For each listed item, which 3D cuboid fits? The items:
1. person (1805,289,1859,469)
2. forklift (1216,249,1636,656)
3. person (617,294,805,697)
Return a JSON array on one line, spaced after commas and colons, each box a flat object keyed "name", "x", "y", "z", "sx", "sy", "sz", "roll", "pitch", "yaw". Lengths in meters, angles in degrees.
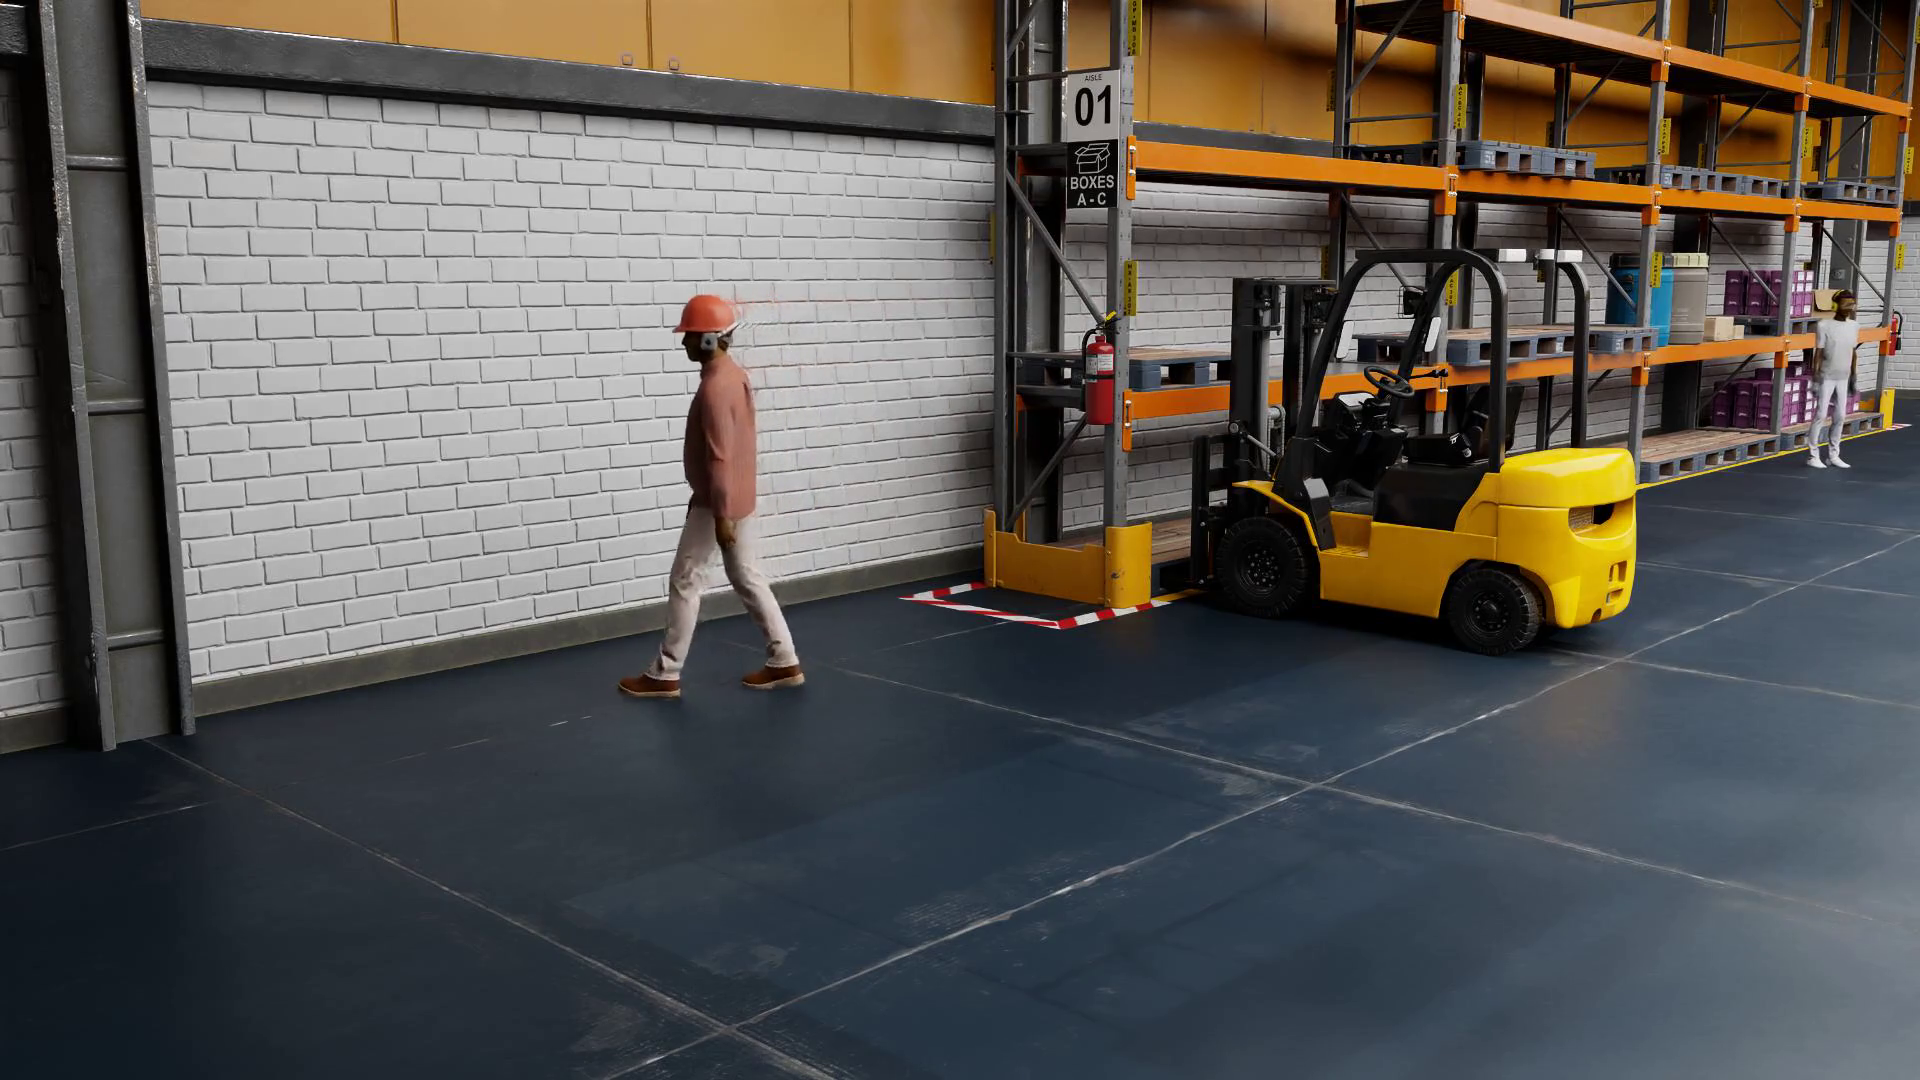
[{"name": "person", "x": 9.095, "y": -1.666, "z": 17.291, "sx": 0.527, "sy": 1.860, "sz": 0.321, "roll": -2, "pitch": 9, "yaw": -11}, {"name": "forklift", "x": 2.710, "y": -0.584, "z": 9.626, "sx": 2.313, "sy": 2.155, "sz": 1.214, "roll": 9, "pitch": 13, "yaw": 43}, {"name": "person", "x": -1.192, "y": -0.207, "z": 8.057, "sx": 0.885, "sy": 1.958, "sz": 0.615, "roll": 1, "pitch": 9, "yaw": 7}]
